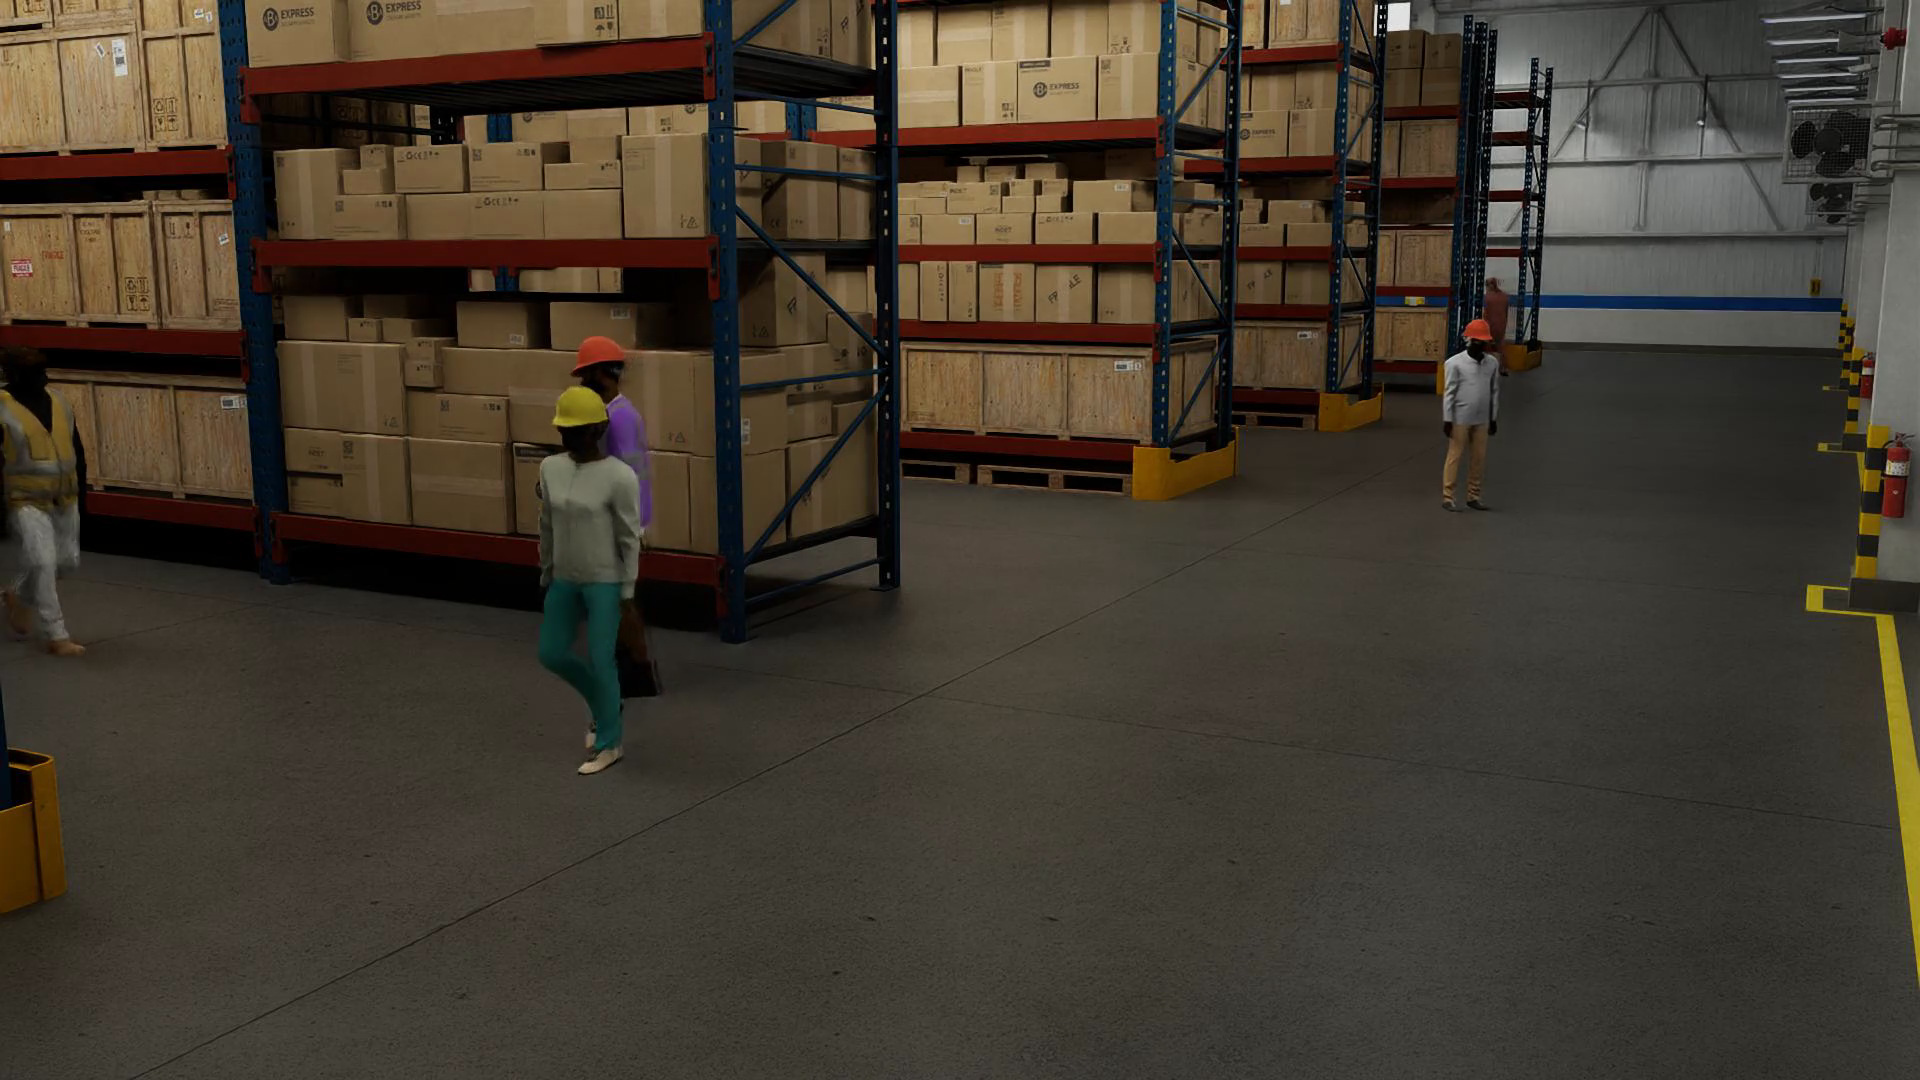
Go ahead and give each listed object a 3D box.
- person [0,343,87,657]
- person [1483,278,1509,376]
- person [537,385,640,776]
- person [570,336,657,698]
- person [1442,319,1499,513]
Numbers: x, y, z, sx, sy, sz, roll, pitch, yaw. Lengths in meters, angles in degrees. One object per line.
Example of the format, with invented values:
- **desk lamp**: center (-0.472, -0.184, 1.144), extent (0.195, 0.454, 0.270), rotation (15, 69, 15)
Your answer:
- **person**: center (-5.425, -0.241, 9.717), extent (0.721, 1.823, 0.631), rotation (4, 11, 23)
- **person**: center (10.152, -4.067, 31.787), extent (0.674, 1.847, 0.997), rotation (-3, 10, -19)
- **person**: center (-1.669, 0.177, 7.475), extent (0.549, 1.754, 0.395), rotation (4, 11, 24)
- **person**: center (-1.878, -0.122, 8.815), extent (0.521, 1.896, 0.565), rotation (-2, 10, -13)
- **person**: center (4.618, -1.114, 14.990), extent (0.576, 1.743, 0.354), rotation (-3, 10, -18)
